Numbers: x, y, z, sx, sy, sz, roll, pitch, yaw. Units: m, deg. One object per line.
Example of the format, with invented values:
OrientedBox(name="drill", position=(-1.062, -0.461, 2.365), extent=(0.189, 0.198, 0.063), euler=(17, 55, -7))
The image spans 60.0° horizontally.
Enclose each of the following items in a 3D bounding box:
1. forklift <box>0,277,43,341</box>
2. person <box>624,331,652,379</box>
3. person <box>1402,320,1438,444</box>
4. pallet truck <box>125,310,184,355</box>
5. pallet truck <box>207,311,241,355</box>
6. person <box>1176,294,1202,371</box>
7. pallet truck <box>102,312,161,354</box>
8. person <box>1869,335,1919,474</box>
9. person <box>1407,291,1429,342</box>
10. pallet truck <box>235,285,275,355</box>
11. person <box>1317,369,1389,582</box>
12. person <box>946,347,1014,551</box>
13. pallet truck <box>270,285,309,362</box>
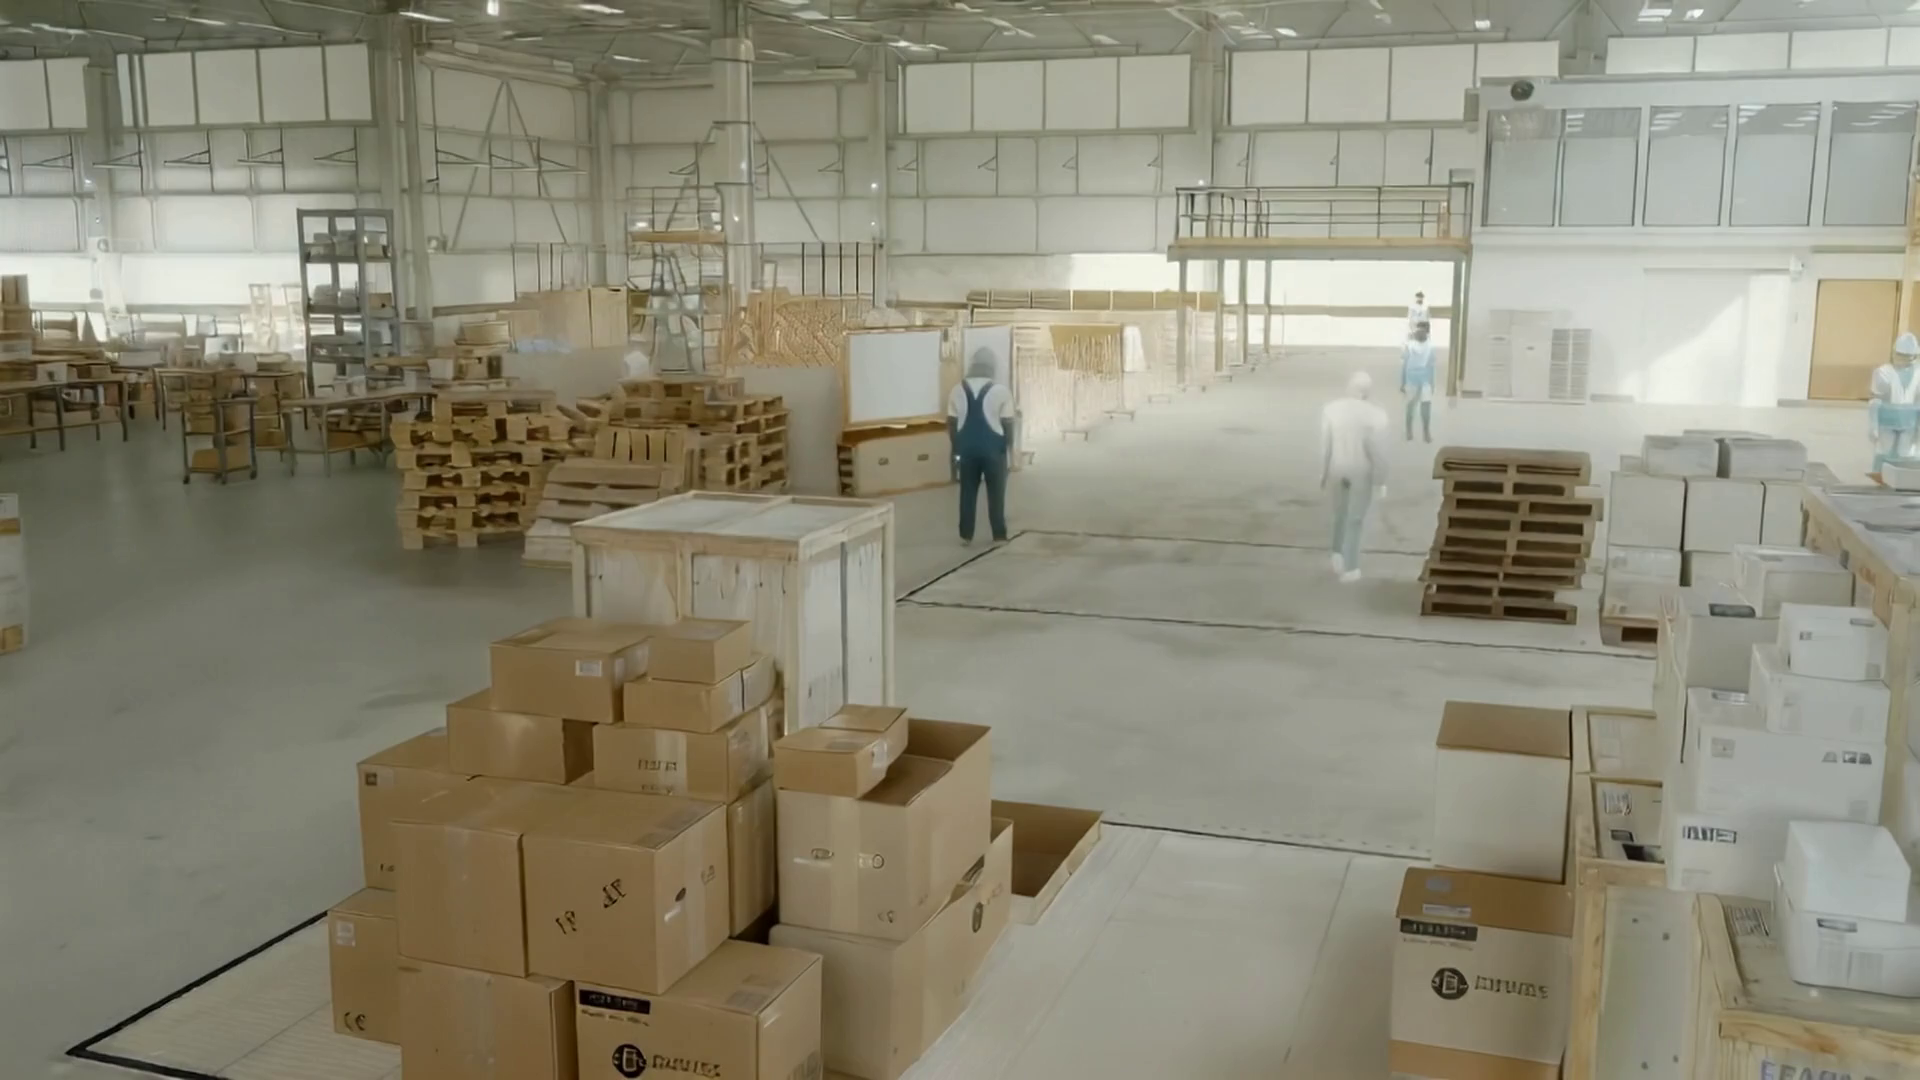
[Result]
OrientedBox(name="forklift", position=(-27.151, -6.329, 46.328), extent=(1.157, 1.987, 2.680), euler=(3, 11, 17))
OrientedBox(name="person", position=(-4.864, -2.237, 24.867), extent=(0.533, 1.751, 0.687), euler=(6, 12, 31))
OrientedBox(name="person", position=(7.061, -2.425, 25.547), extent=(0.553, 1.879, 1.035), euler=(1, 10, 5))
OrientedBox(name="pallet truck", position=(-22.038, -5.665, 45.457), extent=(0.704, 1.261, 1.522), euler=(3, 11, 17))
OrientedBox(name="pallet truck", position=(-19.537, -5.575, 44.913), extent=(0.653, 1.274, 1.630), euler=(3, 11, 19))
OrientedBox(name="person", position=(5.526, -4.987, 40.022), extent=(0.439, 1.890, 0.575), euler=(-3, 10, -16))
OrientedBox(name="pallet truck", position=(-23.057, -5.777, 46.261), extent=(0.680, 1.201, 1.601), euler=(3, 11, 19))
OrientedBox(name="person", position=(10.535, -1.283, 18.674), extent=(0.606, 2.039, 0.395), euler=(3, 10, 14))
OrientedBox(name="person", position=(11.036, -5.021, 40.034), extent=(0.594, 1.926, 0.366), euler=(-4, 11, -22))
OrientedBox(name="pallet truck", position=(-18.327, -5.835, 44.421), extent=(0.823, 1.965, 1.885), euler=(4, 11, 23))
OrientedBox(name="person", position=(3.570, -0.579, 15.027), extent=(0.658, 1.922, 0.448), euler=(9, 14, 42))
OrientedBox(name="person", position=(0.236, -0.915, 16.590), extent=(0.674, 2.000, 0.537), euler=(4, 11, 20))
OrientedBox(name="pallet truck", position=(-17.147, -5.700, 43.663), extent=(0.823, 1.965, 1.885), euler=(3, 11, 17))
